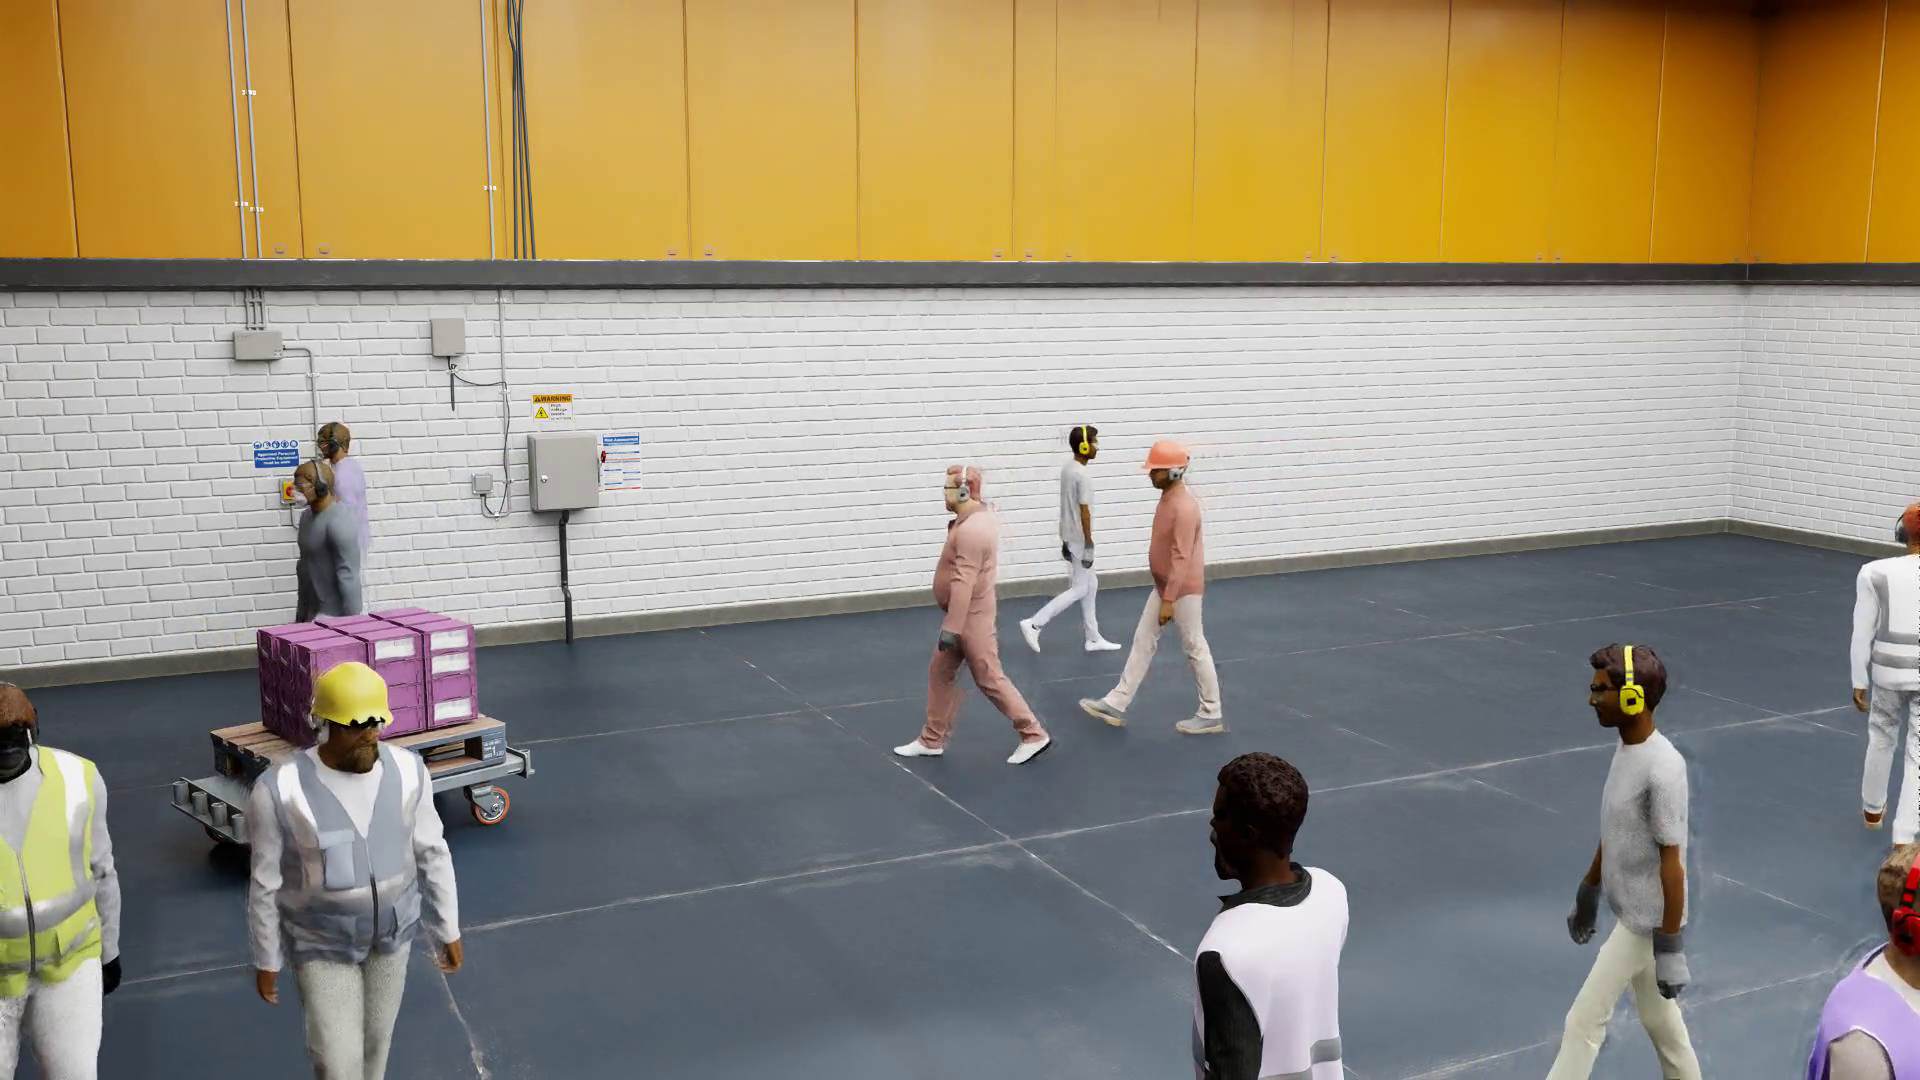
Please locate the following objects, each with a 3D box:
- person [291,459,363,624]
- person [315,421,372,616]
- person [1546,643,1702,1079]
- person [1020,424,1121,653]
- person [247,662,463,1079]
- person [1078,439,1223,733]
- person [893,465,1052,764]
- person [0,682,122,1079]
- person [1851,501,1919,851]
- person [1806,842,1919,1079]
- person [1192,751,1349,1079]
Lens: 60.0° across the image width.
[{"bbox_3d":[-3.850,0.462,10.088,0.442,1.923,0.639,-6,11,-33],"label":"person"},{"bbox_3d":[-4.559,0.087,12.347,0.353,1.937,0.635,-2,9,-14],"label":"person"},{"bbox_3d":[2.113,1.245,5.519,0.942,1.817,0.511,2,9,14],"label":"person"},{"bbox_3d":[0.883,0.005,13.170,0.800,1.844,0.524,-2,9,-11],"label":"person"},{"bbox_3d":[-1.870,1.287,5.301,0.623,1.802,0.747,-9,13,-43],"label":"person"},{"bbox_3d":[1.280,0.321,10.861,0.997,1.942,0.641,-1,9,-8],"label":"person"},{"bbox_3d":[0.105,0.462,10.243,0.956,1.868,0.638,0,9,-1],"label":"person"},{"bbox_3d":[-2.982,1.304,5.218,0.634,1.807,0.805,-8,12,-40],"label":"person"},{"bbox_3d":[5.025,0.712,8.760,0.586,1.852,0.826,6,11,33],"label":"person"},{"bbox_3d":[2.012,1.531,3.695,0.487,1.835,0.583,9,13,43],"label":"person"},{"bbox_3d":[0.721,1.444,3.986,0.392,1.920,0.593,6,11,33],"label":"person"}]
